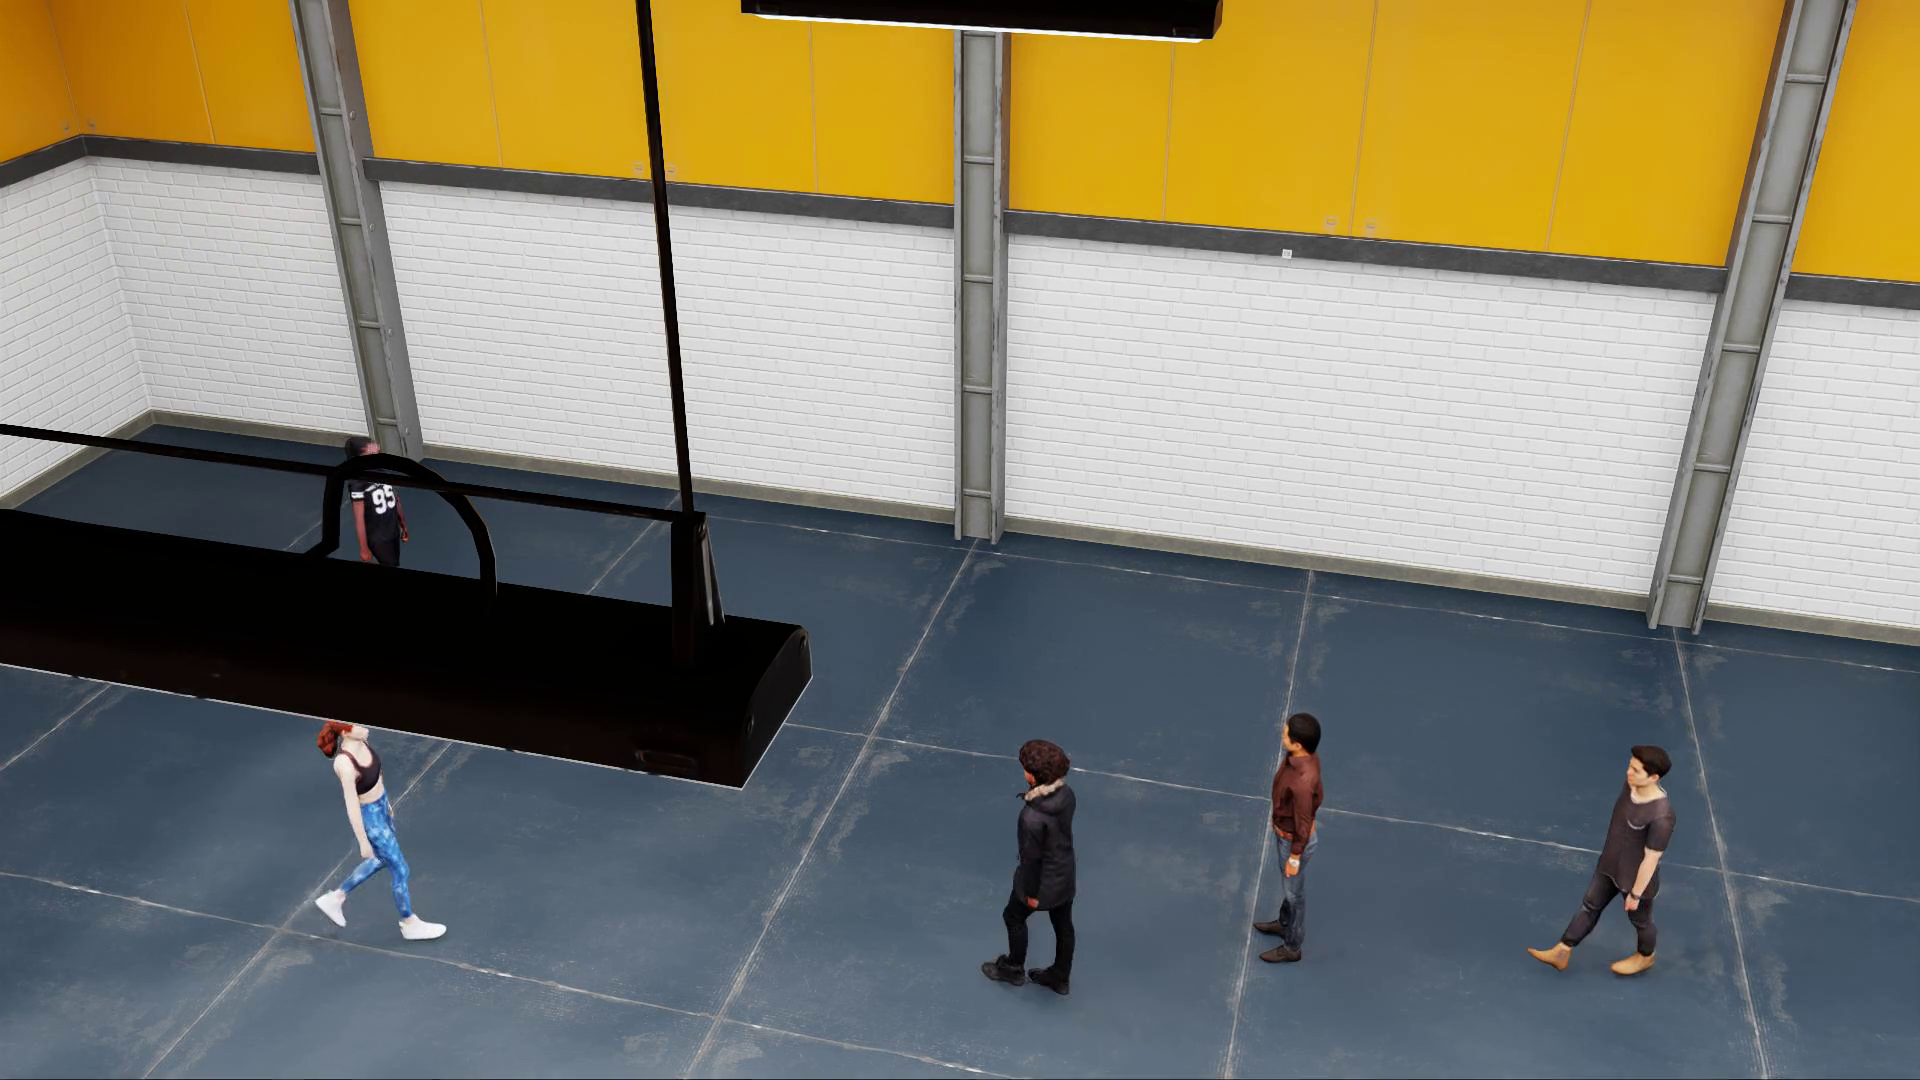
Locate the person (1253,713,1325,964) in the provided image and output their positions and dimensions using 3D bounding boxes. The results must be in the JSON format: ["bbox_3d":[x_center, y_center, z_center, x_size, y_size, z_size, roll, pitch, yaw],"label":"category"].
[{"bbox_3d":[2.036,1.794,10.064,0.577,1.778,0.679,3,29,5],"label":"person"}]

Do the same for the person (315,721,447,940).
[{"bbox_3d":[-3.666,1.748,10.169,1.062,1.768,0.831,-4,29,-7],"label":"person"}]

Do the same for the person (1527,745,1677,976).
[{"bbox_3d":[4.061,1.944,9.895,1.145,1.676,0.929,-5,29,-9],"label":"person"}]

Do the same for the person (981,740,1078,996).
[{"bbox_3d":[0.578,1.984,9.740,0.880,1.754,0.783,19,34,31],"label":"person"}]

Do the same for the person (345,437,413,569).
[{"bbox_3d":[-4.765,-0.045,13.490,0.605,1.725,0.626,8,30,15],"label":"person"}]
